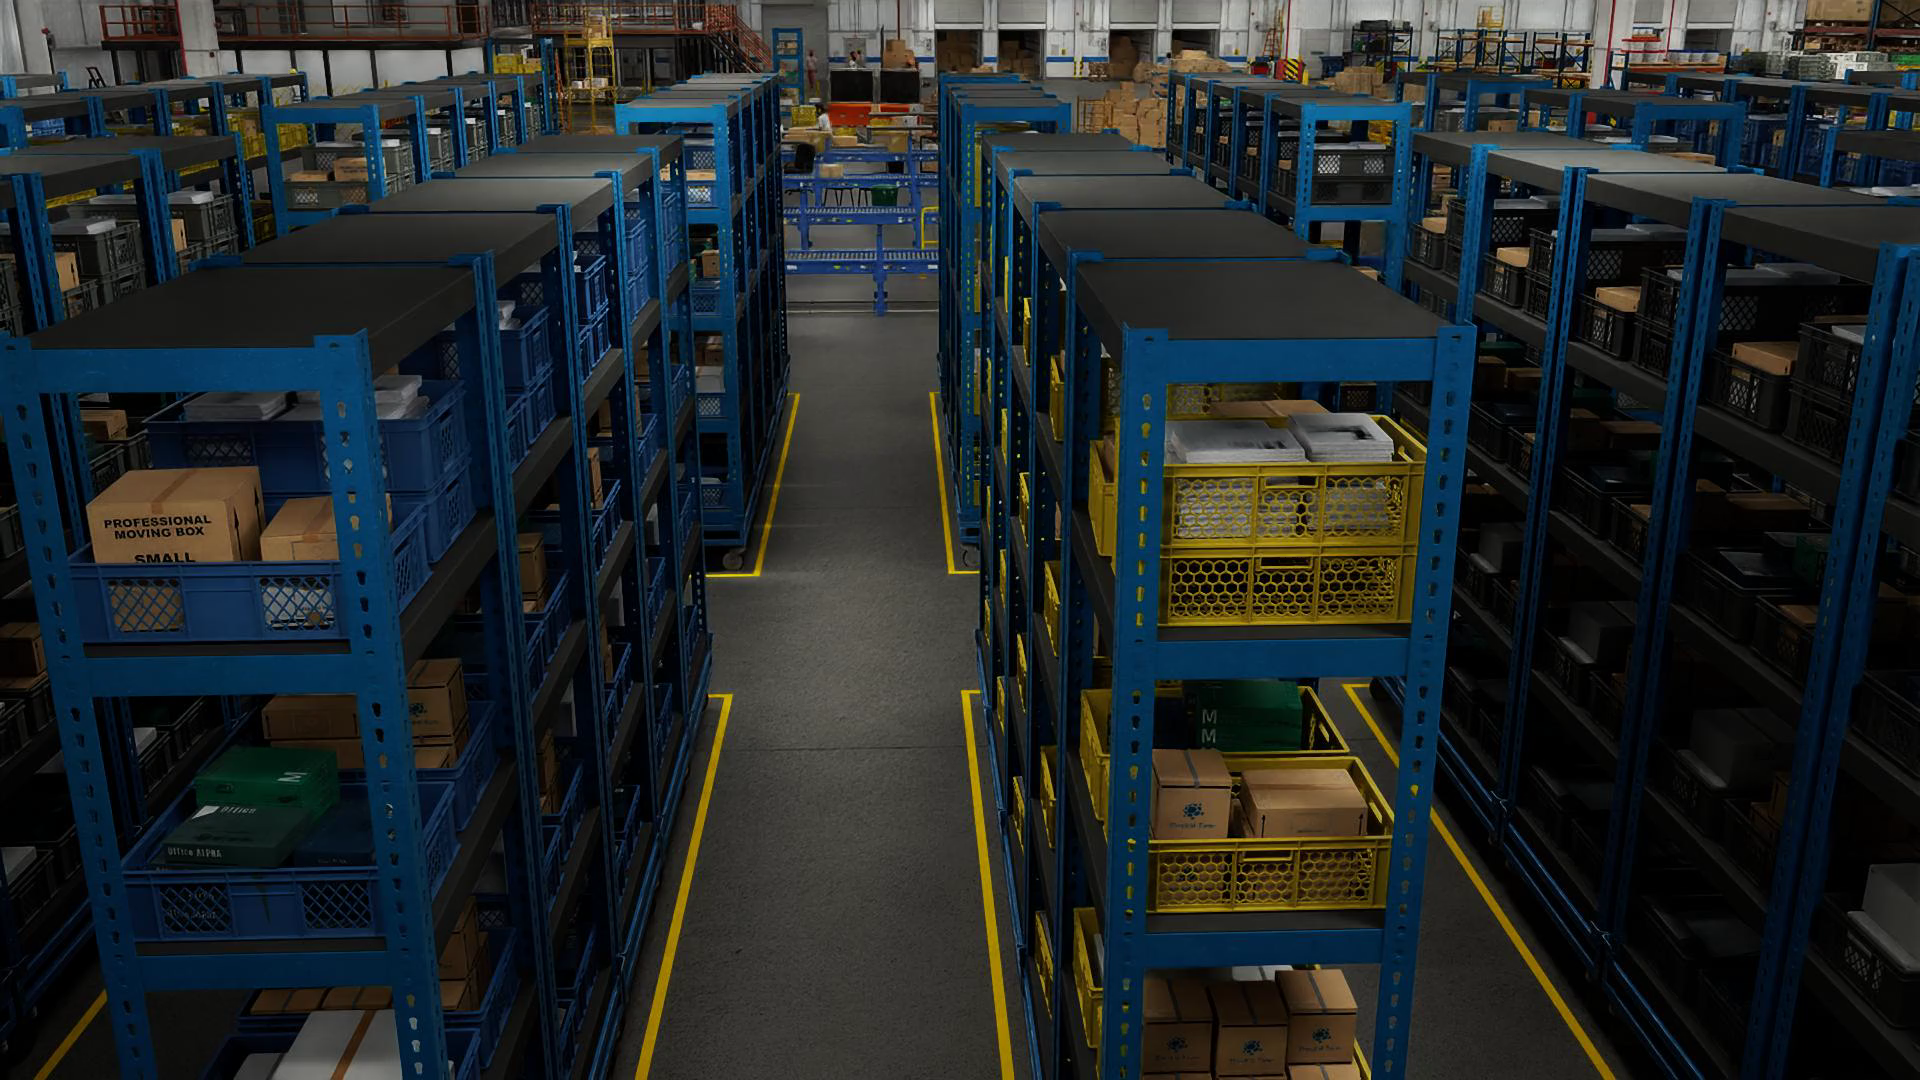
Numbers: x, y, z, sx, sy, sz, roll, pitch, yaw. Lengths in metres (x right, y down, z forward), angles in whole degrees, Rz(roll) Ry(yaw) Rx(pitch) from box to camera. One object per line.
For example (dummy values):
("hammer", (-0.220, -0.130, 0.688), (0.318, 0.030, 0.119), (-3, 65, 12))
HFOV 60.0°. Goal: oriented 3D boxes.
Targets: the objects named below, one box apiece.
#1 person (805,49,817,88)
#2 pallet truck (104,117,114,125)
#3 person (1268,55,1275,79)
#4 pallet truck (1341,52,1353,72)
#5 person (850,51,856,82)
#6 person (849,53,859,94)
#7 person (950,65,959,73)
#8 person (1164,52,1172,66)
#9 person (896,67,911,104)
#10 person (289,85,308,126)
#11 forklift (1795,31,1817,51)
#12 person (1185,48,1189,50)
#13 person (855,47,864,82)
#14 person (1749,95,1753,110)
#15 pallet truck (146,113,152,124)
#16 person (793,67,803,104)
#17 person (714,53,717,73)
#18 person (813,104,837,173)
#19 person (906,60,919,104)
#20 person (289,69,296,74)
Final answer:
("person", (-7.787, -24.680, 87.104), (0.626, 1.966, 0.904), (4, 18, 13))
("pallet truck", (-18.367, -7.885, 35.078), (1.885, 1.965, 0.823), (1, 18, 2))
("person", (15.084, -22.588, 80.782), (0.329, 1.872, 0.508), (13, 22, 36))
("pallet truck", (18.794, -23.123, 82.231), (0.823, 1.965, 1.885), (-13, 22, -35))
("person", (-5.951, -26.663, 93.701), (0.646, 1.666, 0.551), (-10, 20, -28))
("person", (-5.209, -22.978, 81.893), (0.370, 1.928, 0.543), (8, 20, 25))
("person", (-0.240, -18.251, 67.309), (0.638, 1.910, 0.936), (-1, 18, -3))
("person", (10.859, -24.463, 86.640), (0.436, 1.832, 0.648), (6, 19, 18))
("person", (-2.021, -16.707, 62.309), (0.754, 2.000, 0.691), (5, 19, 16))
("person", (-22.965, -15.155, 57.760), (0.575, 1.883, 0.355), (-14, 22, -36))
("forklift", (45.899, -26.245, 90.478), (1.129, 2.768, 1.873), (-1, 18, -2))
("person", (11.943, -24.917, 87.787), (0.377, 1.995, 0.612), (-13, 22, -35))
("person", (-5.664, -26.573, 93.031), (0.479, 1.908, 0.600), (-8, 20, -24))
("person", (32.025, -18.296, 67.432), (0.587, 1.914, 0.392), (2, 18, 5))
("pallet truck", (-18.087, -8.309, 36.390), (1.885, 1.965, 0.823), (-1, 18, -4))
("person", (-6.280, -17.594, 65.289), (0.980, 1.883, 0.571), (-4, 18, -14))
("person", (-12.743, -24.389, 86.452), (0.832, 1.809, 0.642), (-15, 23, -39))
("person", (-3.526, -10.384, 43.126), (0.929, 1.798, 0.547), (6, 19, 17))
("person", (-2.131, -19.335, 70.533), (1.026, 1.986, 0.616), (-7, 19, -19))
("person", (-25.043, -16.752, 62.629), (0.366, 1.928, 0.585), (-16, 24, -41))
